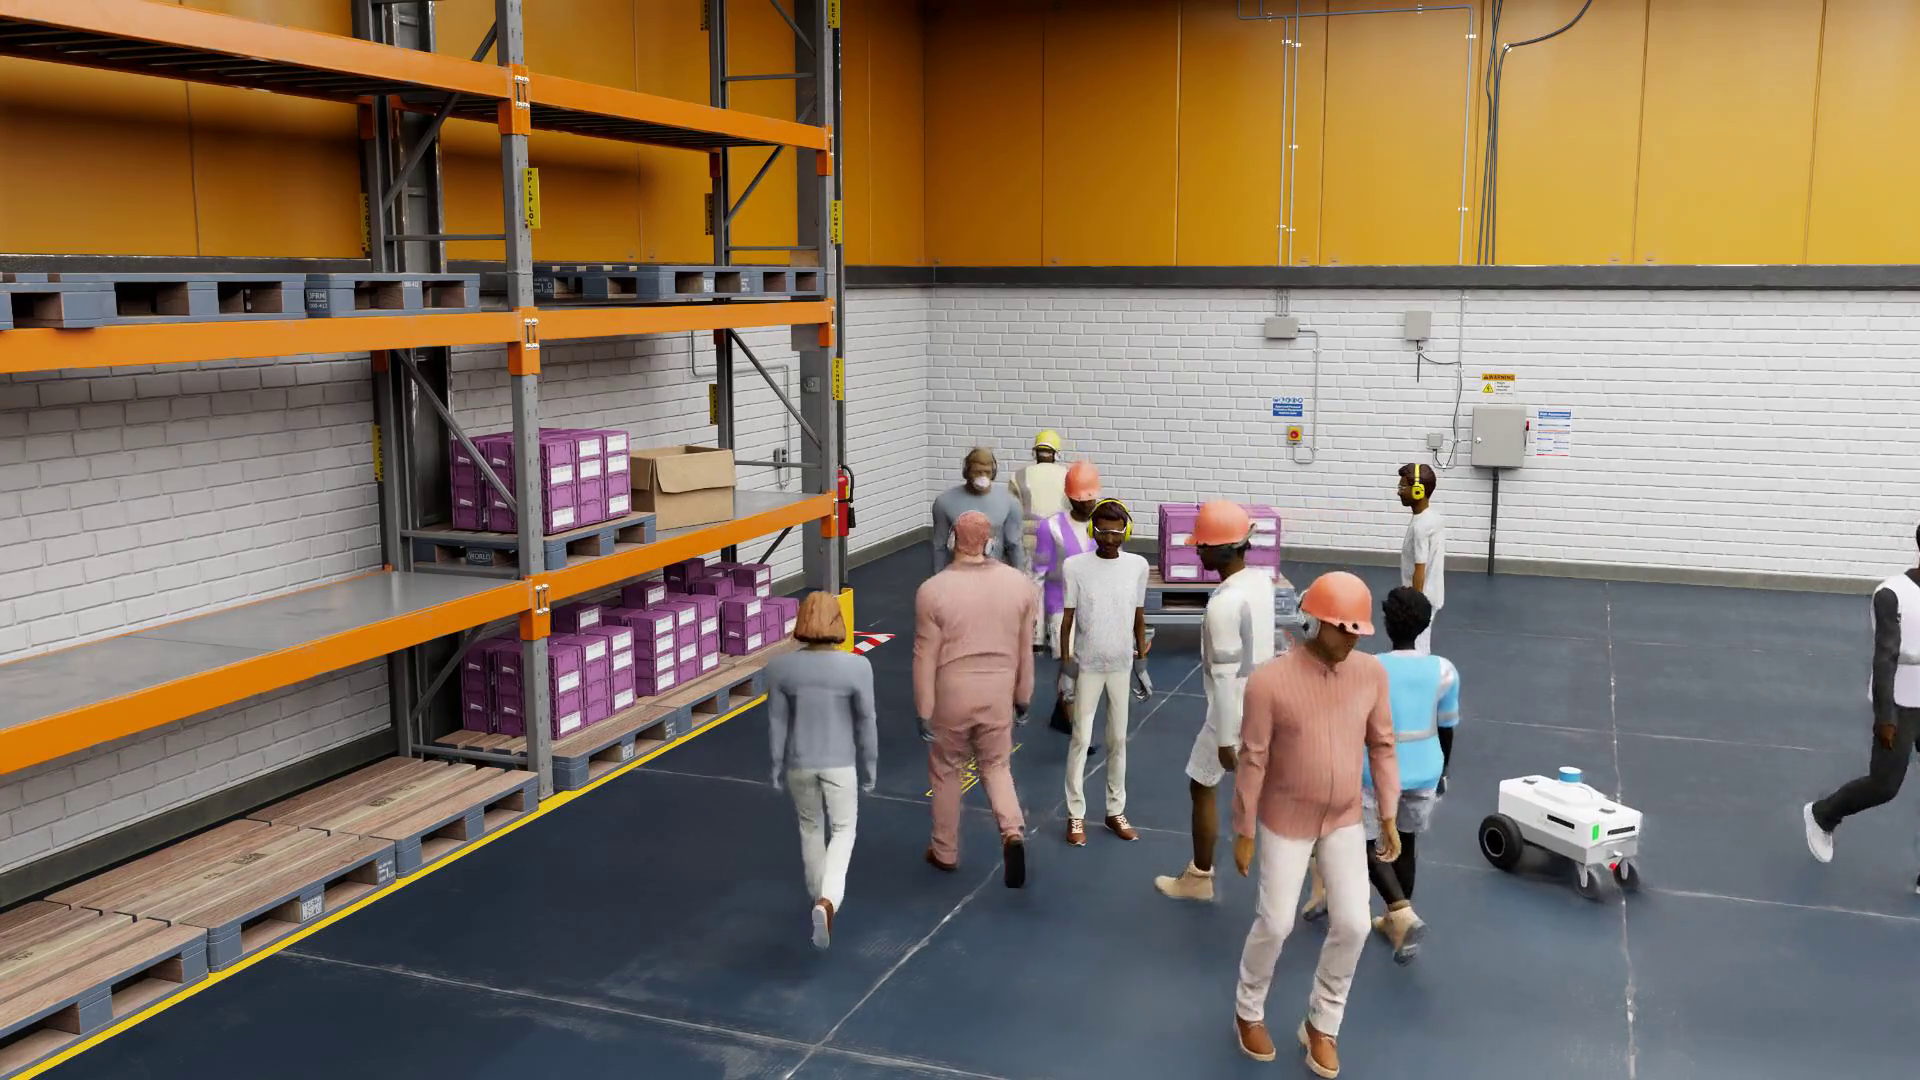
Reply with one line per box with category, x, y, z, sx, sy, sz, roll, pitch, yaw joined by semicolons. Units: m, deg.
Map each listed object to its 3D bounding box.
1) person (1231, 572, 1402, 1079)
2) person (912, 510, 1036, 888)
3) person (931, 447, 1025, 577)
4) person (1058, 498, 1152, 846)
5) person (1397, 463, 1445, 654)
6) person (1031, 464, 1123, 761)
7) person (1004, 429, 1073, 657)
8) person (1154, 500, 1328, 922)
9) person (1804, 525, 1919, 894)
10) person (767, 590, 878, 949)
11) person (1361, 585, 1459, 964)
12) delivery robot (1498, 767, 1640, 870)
person;1.341;1.063;6.351;0.653;1.944;0.605;-3;9;-17
person;0.078;0.792;8.262;0.654;1.875;0.728;-3;10;-21
person;0.118;0.298;11.384;0.643;1.891;1.018;0;9;1
person;0.777;0.698;8.891;0.520;1.865;0.327;-2;9;-13
person;2.896;0.438;10.541;0.318;1.860;0.509;4;10;22
person;0.770;0.431;10.556;0.605;1.850;1.082;-3;10;-19
person;0.659;0.010;13.399;0.621;1.791;0.702;0;9;-1
person;1.374;0.807;7.778;0.931;2.010;0.625;6;11;34
person;4.644;0.796;8.182;0.593;1.892;0.813;-3;10;-19
person;-0.636;1.035;7.572;0.507;1.608;0.689;1;9;7
person;1.945;1.039;7.322;0.545;1.679;0.584;-2;9;-14
delivery robot;3.056;1.387;8.364;0.477;0.478;0.707;-4;10;-25
